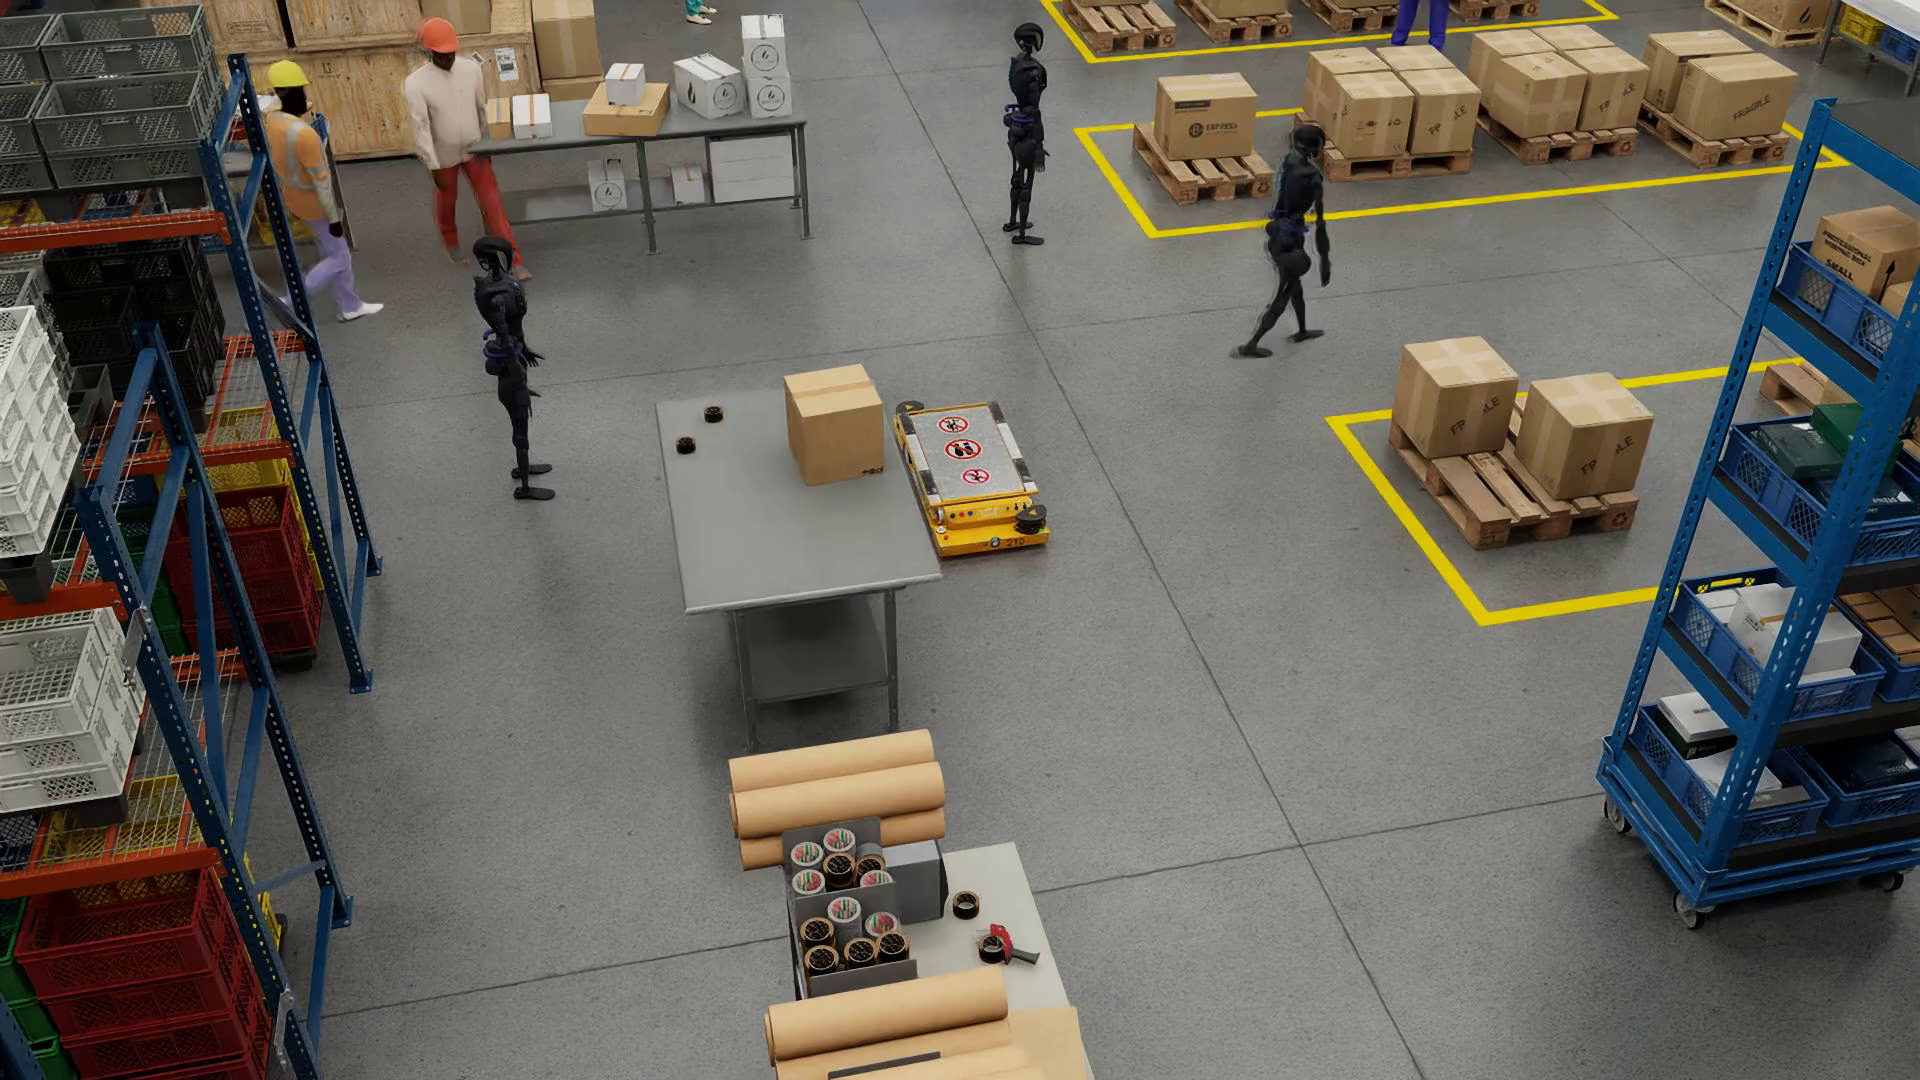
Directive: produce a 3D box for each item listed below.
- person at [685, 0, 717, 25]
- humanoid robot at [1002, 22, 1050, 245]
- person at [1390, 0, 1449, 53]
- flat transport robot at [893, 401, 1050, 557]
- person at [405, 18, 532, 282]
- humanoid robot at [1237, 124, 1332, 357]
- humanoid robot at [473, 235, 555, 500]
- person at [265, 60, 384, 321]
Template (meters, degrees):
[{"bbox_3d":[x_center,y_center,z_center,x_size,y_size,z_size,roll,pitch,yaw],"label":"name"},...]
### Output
[{"bbox_3d":[-2.614,-6.002,16.365,0.314,1.767,0.534,2,37,3],"label":"person"},{"bbox_3d":[0.509,-3.050,12.459,0.327,1.660,0.589,-8,37,-11],"label":"humanoid robot"},{"bbox_3d":[4.351,-5.401,15.330,0.690,2.000,0.538,17,40,21],"label":"person"},{"bbox_3d":[0.046,-0.430,10.108,0.652,0.197,1.431,-8,37,-10],"label":"flat transport robot"},{"bbox_3d":[-3.575,-2.768,11.882,0.618,1.928,1.061,-27,44,-31],"label":"person"},{"bbox_3d":[2.223,-1.984,11.073,0.700,1.626,0.592,-7,37,-10],"label":"humanoid robot"},{"bbox_3d":[-2.600,-1.020,9.733,0.327,1.657,0.589,-8,37,-11],"label":"humanoid robot"},{"bbox_3d":[-4.444,-2.273,11.256,0.692,1.889,0.592,-27,44,-31],"label":"person"}]
